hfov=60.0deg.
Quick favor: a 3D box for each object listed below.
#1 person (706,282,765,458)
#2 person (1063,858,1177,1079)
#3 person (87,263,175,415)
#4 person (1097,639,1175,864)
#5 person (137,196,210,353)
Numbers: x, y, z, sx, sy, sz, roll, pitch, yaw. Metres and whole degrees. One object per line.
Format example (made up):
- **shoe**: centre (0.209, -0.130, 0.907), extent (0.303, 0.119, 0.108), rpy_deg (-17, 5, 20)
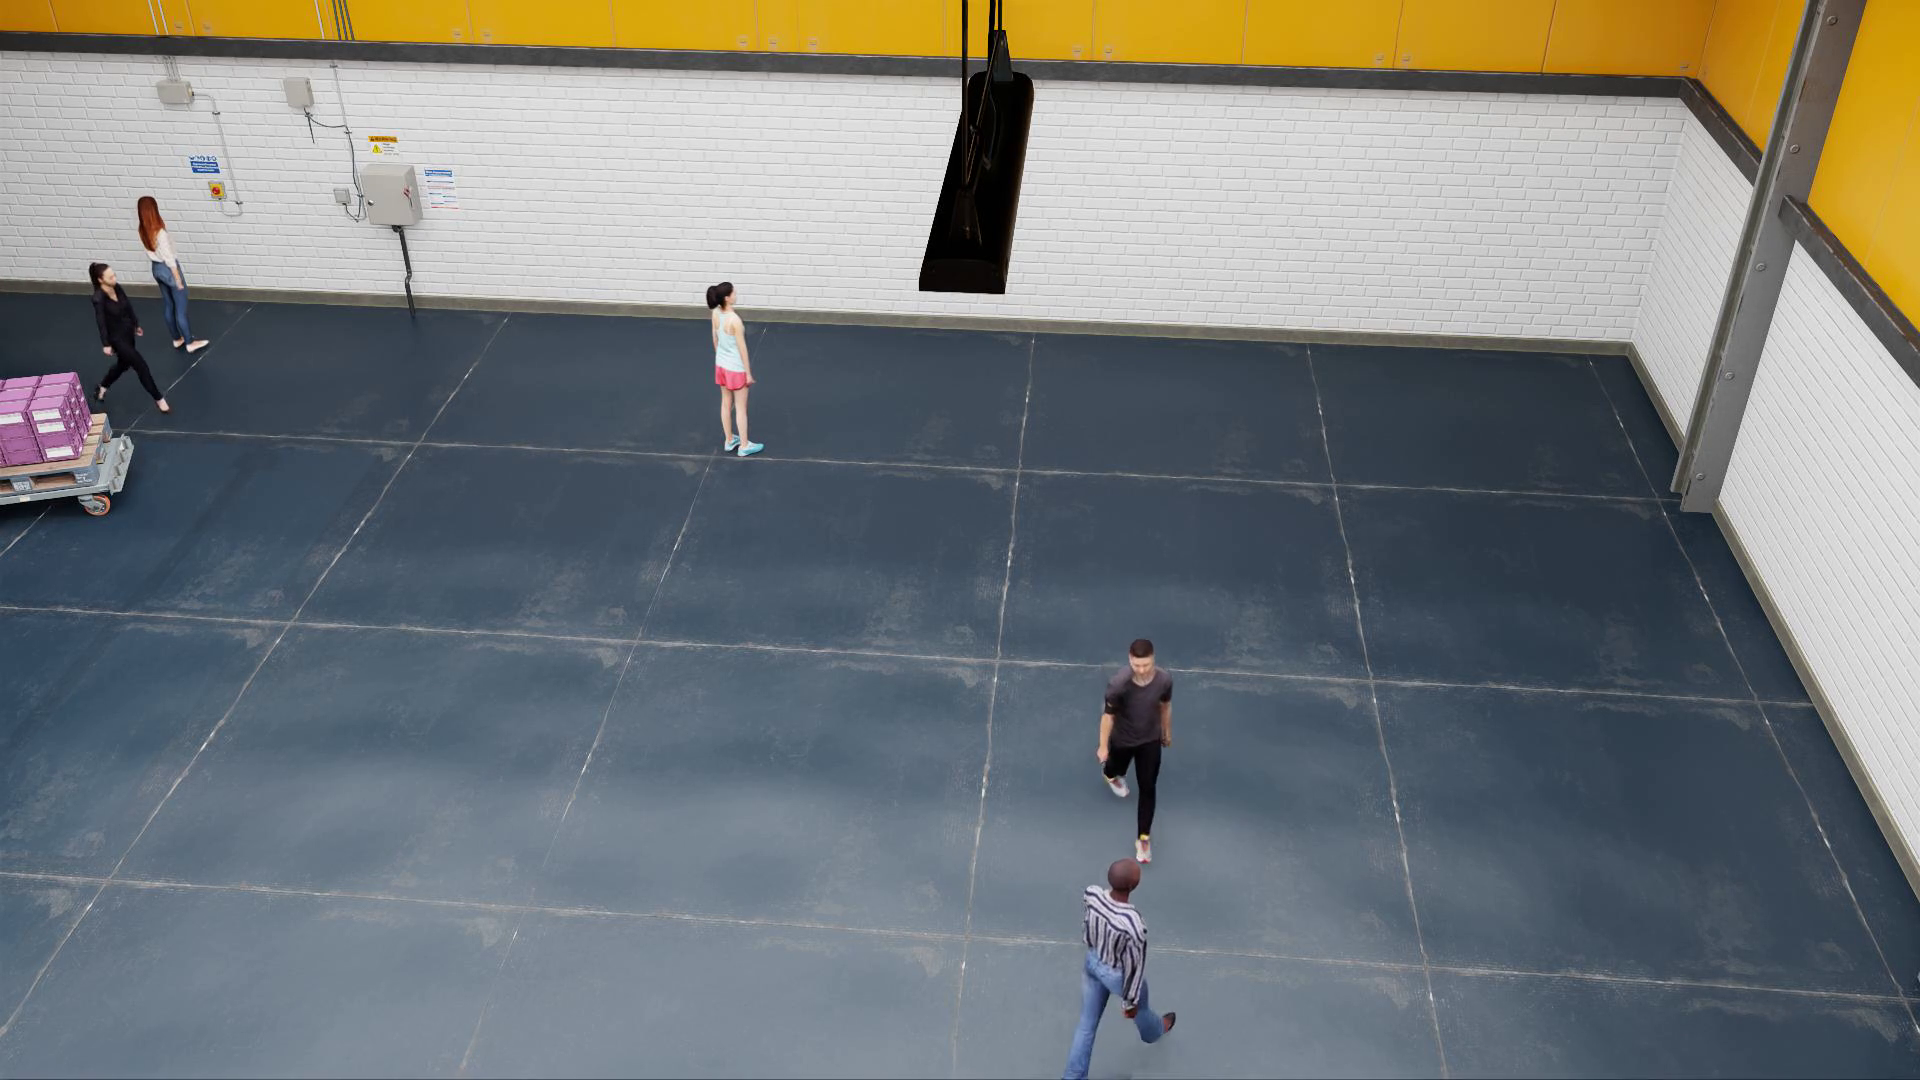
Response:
- **person**: centre (-2.174, -1.637, 15.881), extent (0.685, 1.764, 0.728), rpy_deg (27, 42, 34)
- **person**: centre (0.807, 2.576, 9.557), extent (1.247, 1.747, 1.136), rpy_deg (-28, 43, -36)
- **person**: centre (-8.354, -1.957, 16.442), extent (0.736, 1.676, 0.993), rpy_deg (3, 34, 5)
- **person**: centre (1.196, 1.313, 11.481), extent (0.864, 1.720, 1.208), rpy_deg (-5, 34, -8)
- **person**: centre (-8.449, -2.829, 17.706), extent (0.662, 1.729, 0.679), rpy_deg (20, 38, 27)
